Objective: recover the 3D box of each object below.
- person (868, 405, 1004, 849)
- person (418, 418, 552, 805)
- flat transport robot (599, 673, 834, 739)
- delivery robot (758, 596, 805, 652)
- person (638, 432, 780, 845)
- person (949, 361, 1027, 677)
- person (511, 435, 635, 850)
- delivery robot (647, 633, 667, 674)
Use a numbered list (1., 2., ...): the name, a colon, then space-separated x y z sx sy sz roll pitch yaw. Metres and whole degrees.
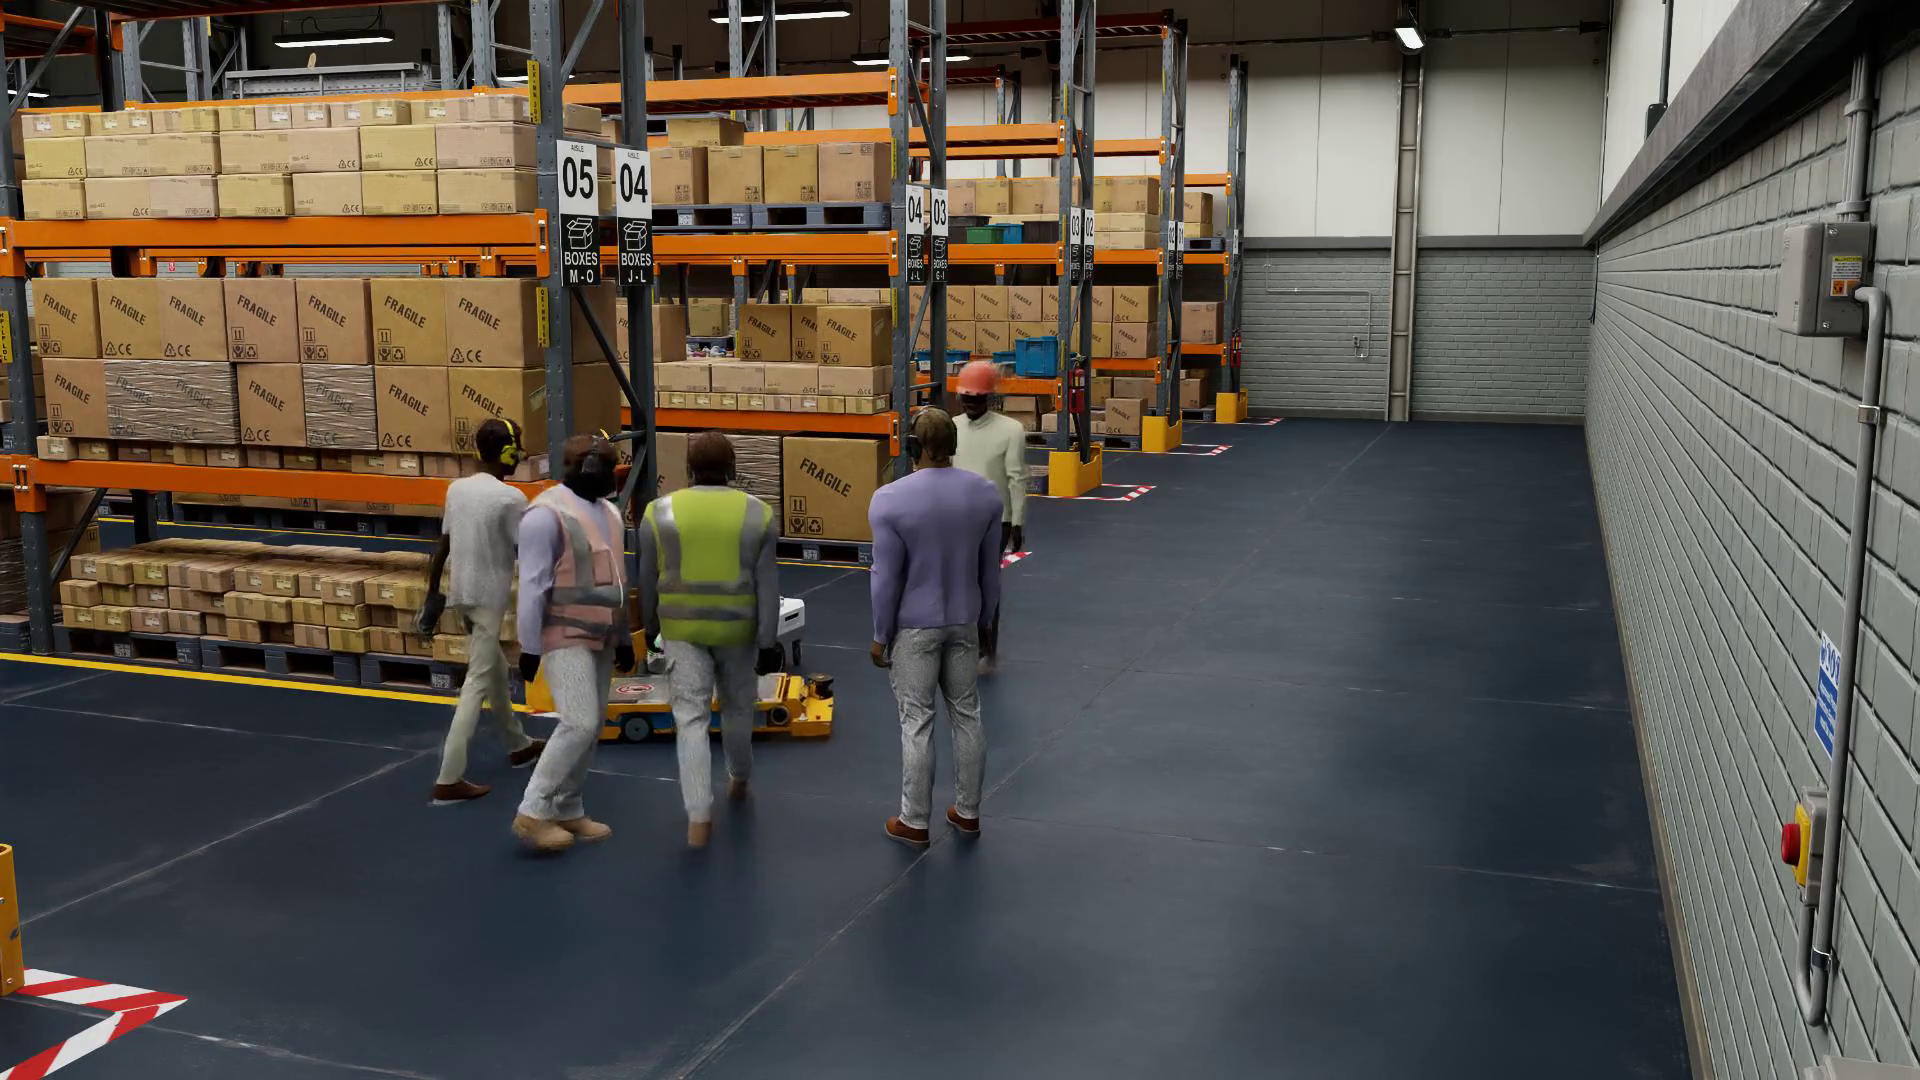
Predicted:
1. person: -0.114 0.379 7.273 0.632 1.940 0.372 -5 10 -28
2. person: -2.280 0.315 8.104 0.565 1.803 0.965 6 11 33
3. flat transport robot: -1.418 0.907 9.169 1.431 0.197 0.652 0 9 -3
4. delivery robot: -1.256 0.520 10.405 0.477 0.478 0.707 4 10 22
5. person: -1.140 0.403 7.574 0.624 1.791 0.954 -1 9 -9
6. person: 0.083 -0.119 10.271 0.646 1.968 0.634 5 10 28
7. person: -1.668 0.447 7.302 0.429 1.795 0.719 3 9 16
8. delivery robot: -1.659 0.612 9.833 0.477 0.478 0.707 -1 9 -7
